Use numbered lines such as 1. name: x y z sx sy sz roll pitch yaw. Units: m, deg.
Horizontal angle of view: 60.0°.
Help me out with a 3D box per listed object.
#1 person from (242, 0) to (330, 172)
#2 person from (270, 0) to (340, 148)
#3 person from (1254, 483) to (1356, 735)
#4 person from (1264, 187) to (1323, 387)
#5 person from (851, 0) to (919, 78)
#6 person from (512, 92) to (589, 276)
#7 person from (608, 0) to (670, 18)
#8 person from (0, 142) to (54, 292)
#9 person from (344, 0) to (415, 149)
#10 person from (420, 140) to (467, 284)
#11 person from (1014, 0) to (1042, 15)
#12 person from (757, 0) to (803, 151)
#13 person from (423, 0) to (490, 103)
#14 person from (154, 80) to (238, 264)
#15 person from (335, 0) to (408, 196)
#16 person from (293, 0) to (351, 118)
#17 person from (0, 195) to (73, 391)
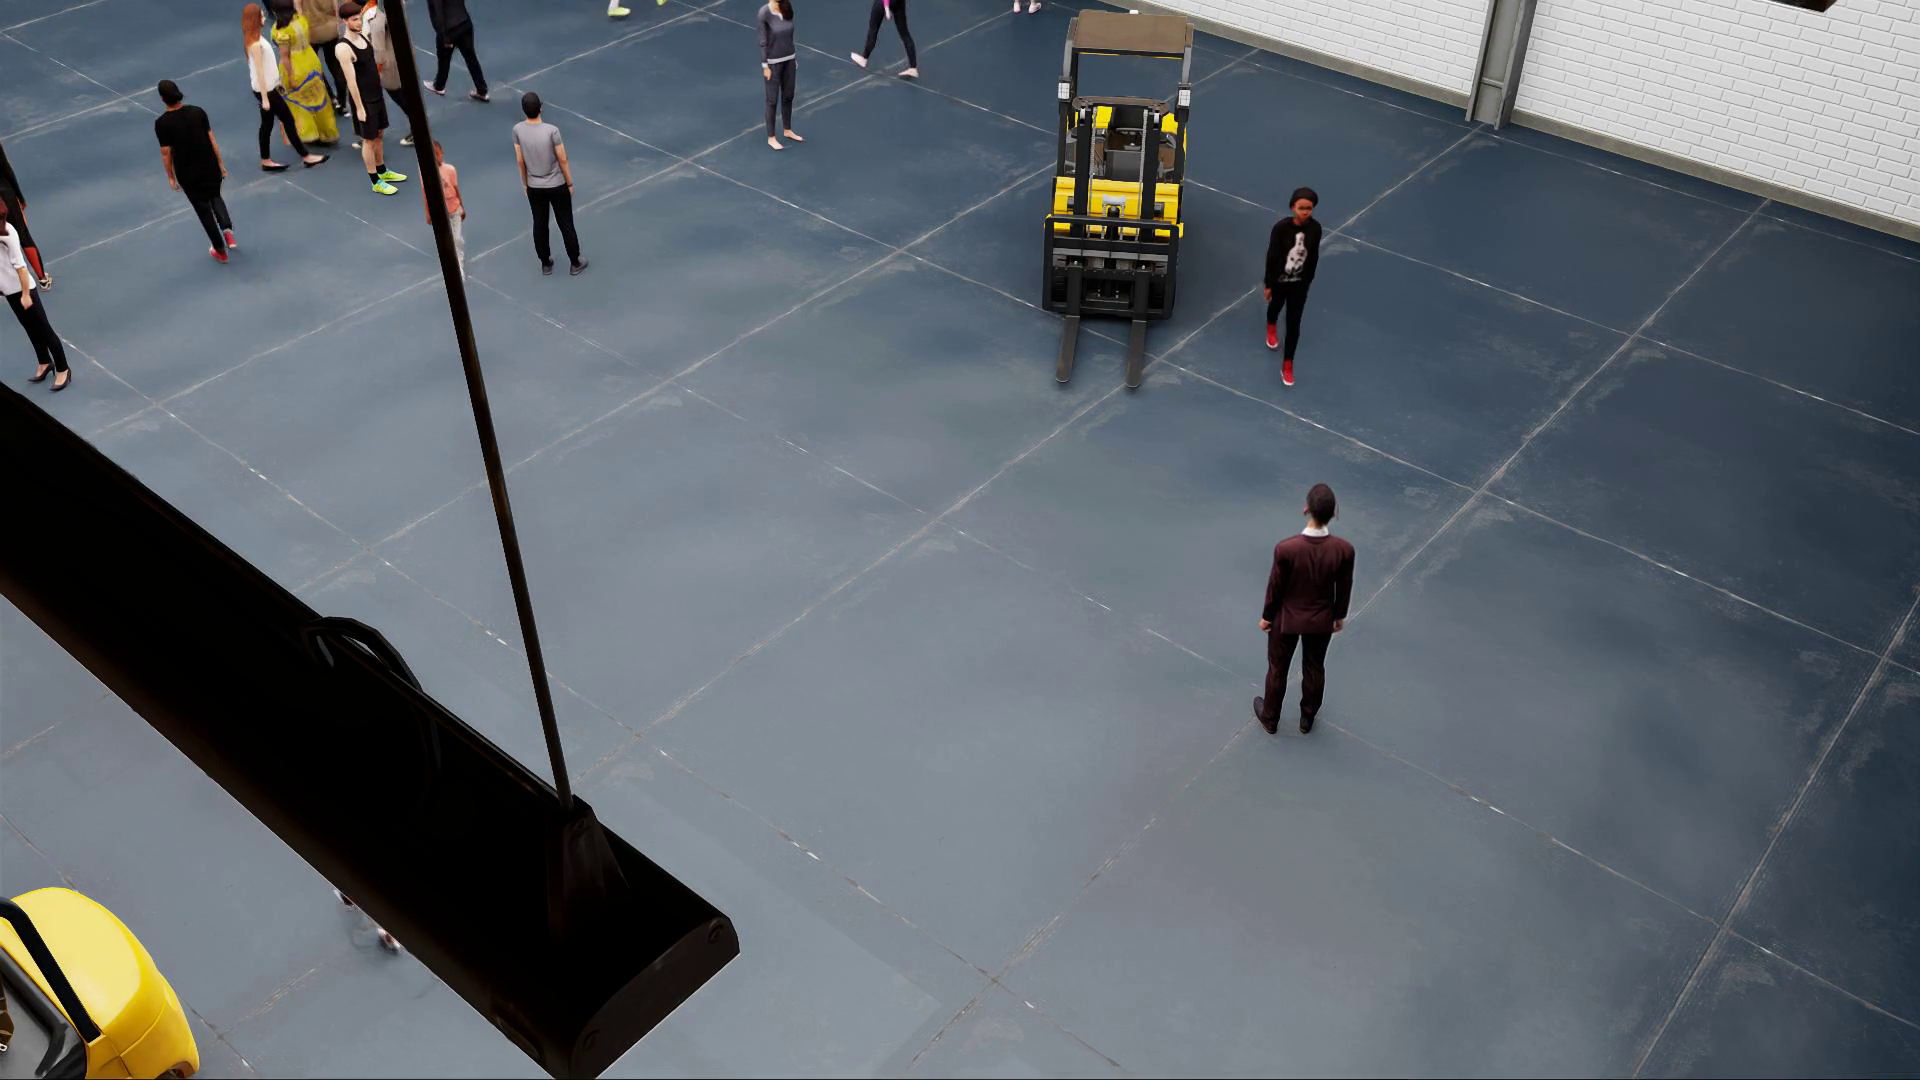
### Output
1. person: -7.069 -4.501 16.725 0.914 1.691 0.947 -13 40 -16
2. person: -6.731 -4.818 17.161 0.901 1.642 0.916 11 40 14
3. person: 2.140 0.464 10.370 0.753 1.863 0.830 -1 39 -1
4. person: 2.723 -2.199 13.886 1.103 1.637 1.077 2 39 2
5. person: -0.708 -5.978 18.566 1.104 1.702 0.602 25 45 28
6. person: -3.747 -3.226 15.078 0.678 1.755 0.762 2 39 2
7. person: -4.030 -7.170 19.987 0.976 1.791 1.215 -21 43 -24
8. person: -8.573 -3.008 14.763 0.682 1.808 0.627 -23 44 -26
9. person: -5.880 -4.962 17.165 0.908 1.863 0.769 29 47 31
10. person: -4.721 -3.060 15.234 0.808 1.300 0.937 -8 39 -10
11. person: 0.816 -7.226 20.202 0.614 1.610 0.712 8 39 10
12. person: -1.889 -4.964 17.244 0.518 1.767 0.613 30 47 32
13. person: -5.426 -5.512 18.083 1.094 1.577 0.853 15 41 18
14. person: -6.945 -3.345 15.235 0.676 1.744 0.648 -30 47 -32
15. person: -5.853 -4.364 16.394 0.780 1.891 0.771 3 39 4
16. person: -6.754 -5.378 17.706 0.598 1.837 0.679 26 46 29
17. person: -7.672 -2.050 13.573 0.492 1.795 0.688 22 43 25
